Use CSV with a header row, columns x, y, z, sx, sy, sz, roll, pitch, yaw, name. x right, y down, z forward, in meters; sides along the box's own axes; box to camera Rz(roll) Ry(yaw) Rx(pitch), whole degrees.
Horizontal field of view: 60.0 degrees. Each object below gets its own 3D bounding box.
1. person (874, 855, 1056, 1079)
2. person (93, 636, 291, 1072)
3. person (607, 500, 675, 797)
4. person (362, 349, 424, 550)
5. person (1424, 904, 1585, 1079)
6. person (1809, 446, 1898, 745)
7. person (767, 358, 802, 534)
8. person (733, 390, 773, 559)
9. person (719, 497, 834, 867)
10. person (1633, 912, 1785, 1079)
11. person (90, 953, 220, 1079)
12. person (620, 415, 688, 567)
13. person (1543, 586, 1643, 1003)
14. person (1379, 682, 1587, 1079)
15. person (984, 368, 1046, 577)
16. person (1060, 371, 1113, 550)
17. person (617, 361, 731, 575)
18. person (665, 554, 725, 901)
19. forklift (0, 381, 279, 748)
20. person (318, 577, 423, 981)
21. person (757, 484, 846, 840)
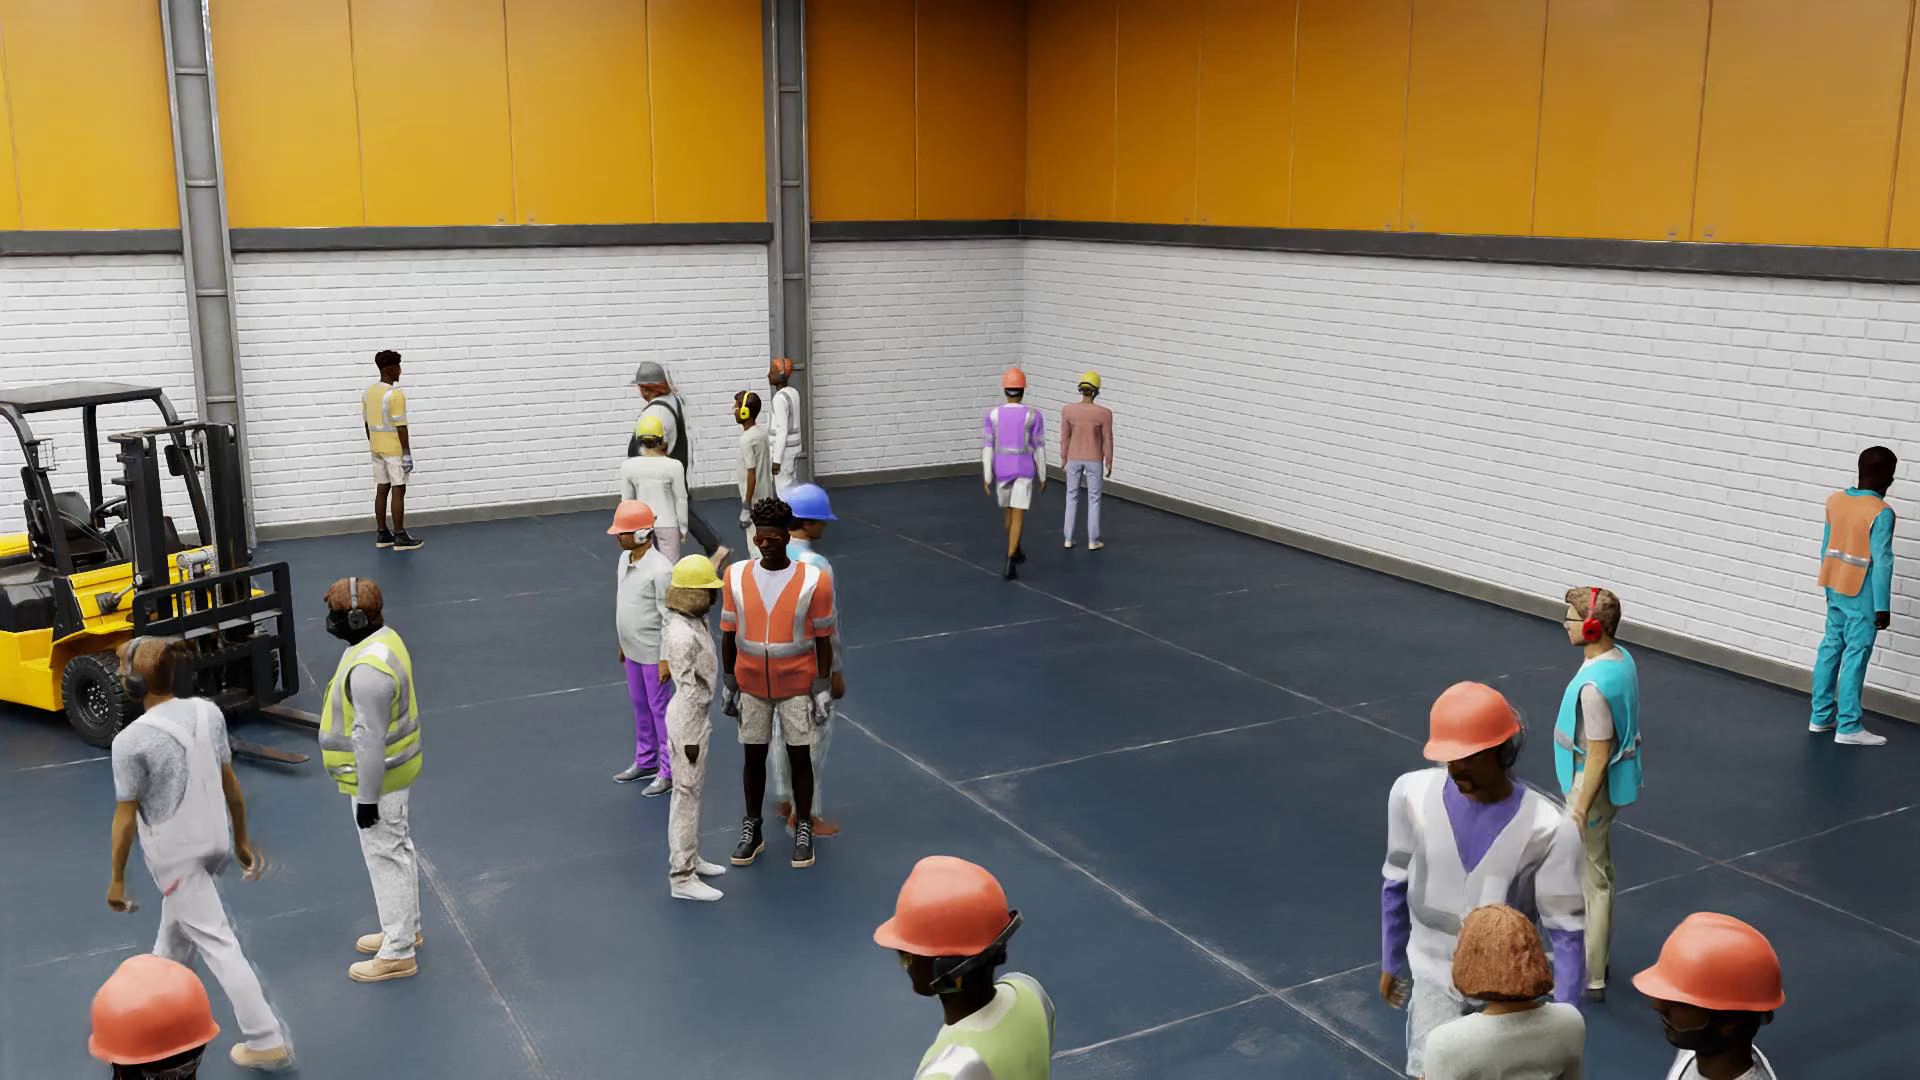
x,y,z,sx,sy,sz,roll,pitch,yaw,name
0.010,1.713,3.956,0.410,2.035,0.610,5,13,24,person
-3.154,1.255,6.681,1.023,1.779,0.517,4,13,16,person
-1.856,0.623,9.723,0.340,1.747,0.569,-10,15,-38,person
-5.571,-0.885,16.283,0.612,1.963,0.363,9,15,37,person
1.463,1.786,4.576,0.505,1.628,0.278,-4,13,-18,person
5.717,0.348,10.634,0.391,1.913,0.588,-2,12,-7,person
-1.728,-0.837,16.253,0.347,1.884,0.584,1,12,7,person
-1.728,-0.306,13.798,0.336,1.873,0.521,2,12,9,person
-0.958,0.740,8.666,0.603,1.967,0.366,1,12,7,person
1.700,1.781,3.858,0.379,1.937,0.547,2,12,9,person
-1.695,1.827,3.654,0.386,1.935,0.546,9,15,35,person
-2.389,-0.101,13.077,0.522,1.772,0.303,1,12,3,person
2.764,1.107,7.241,0.373,1.840,0.572,6,14,27,person
1.657,1.426,5.339,0.668,2.003,0.822,5,13,24,person
0.503,-0.630,15.279,0.557,1.894,0.973,3,12,14,person
1.241,-0.772,16.260,0.532,1.757,0.336,4,13,17,person
-2.615,-0.654,15.028,0.959,2.000,0.679,3,13,15,person
-1.321,0.923,8.336,0.320,1.742,0.492,-1,12,-4,person
-5.853,0.085,11.199,2.313,2.155,1.214,7,14,28,forklift
-2.642,1.062,7.490,0.431,1.836,0.619,-4,13,-17,person
-0.851,0.662,9.154,0.443,1.934,0.699,-9,15,-36,person
